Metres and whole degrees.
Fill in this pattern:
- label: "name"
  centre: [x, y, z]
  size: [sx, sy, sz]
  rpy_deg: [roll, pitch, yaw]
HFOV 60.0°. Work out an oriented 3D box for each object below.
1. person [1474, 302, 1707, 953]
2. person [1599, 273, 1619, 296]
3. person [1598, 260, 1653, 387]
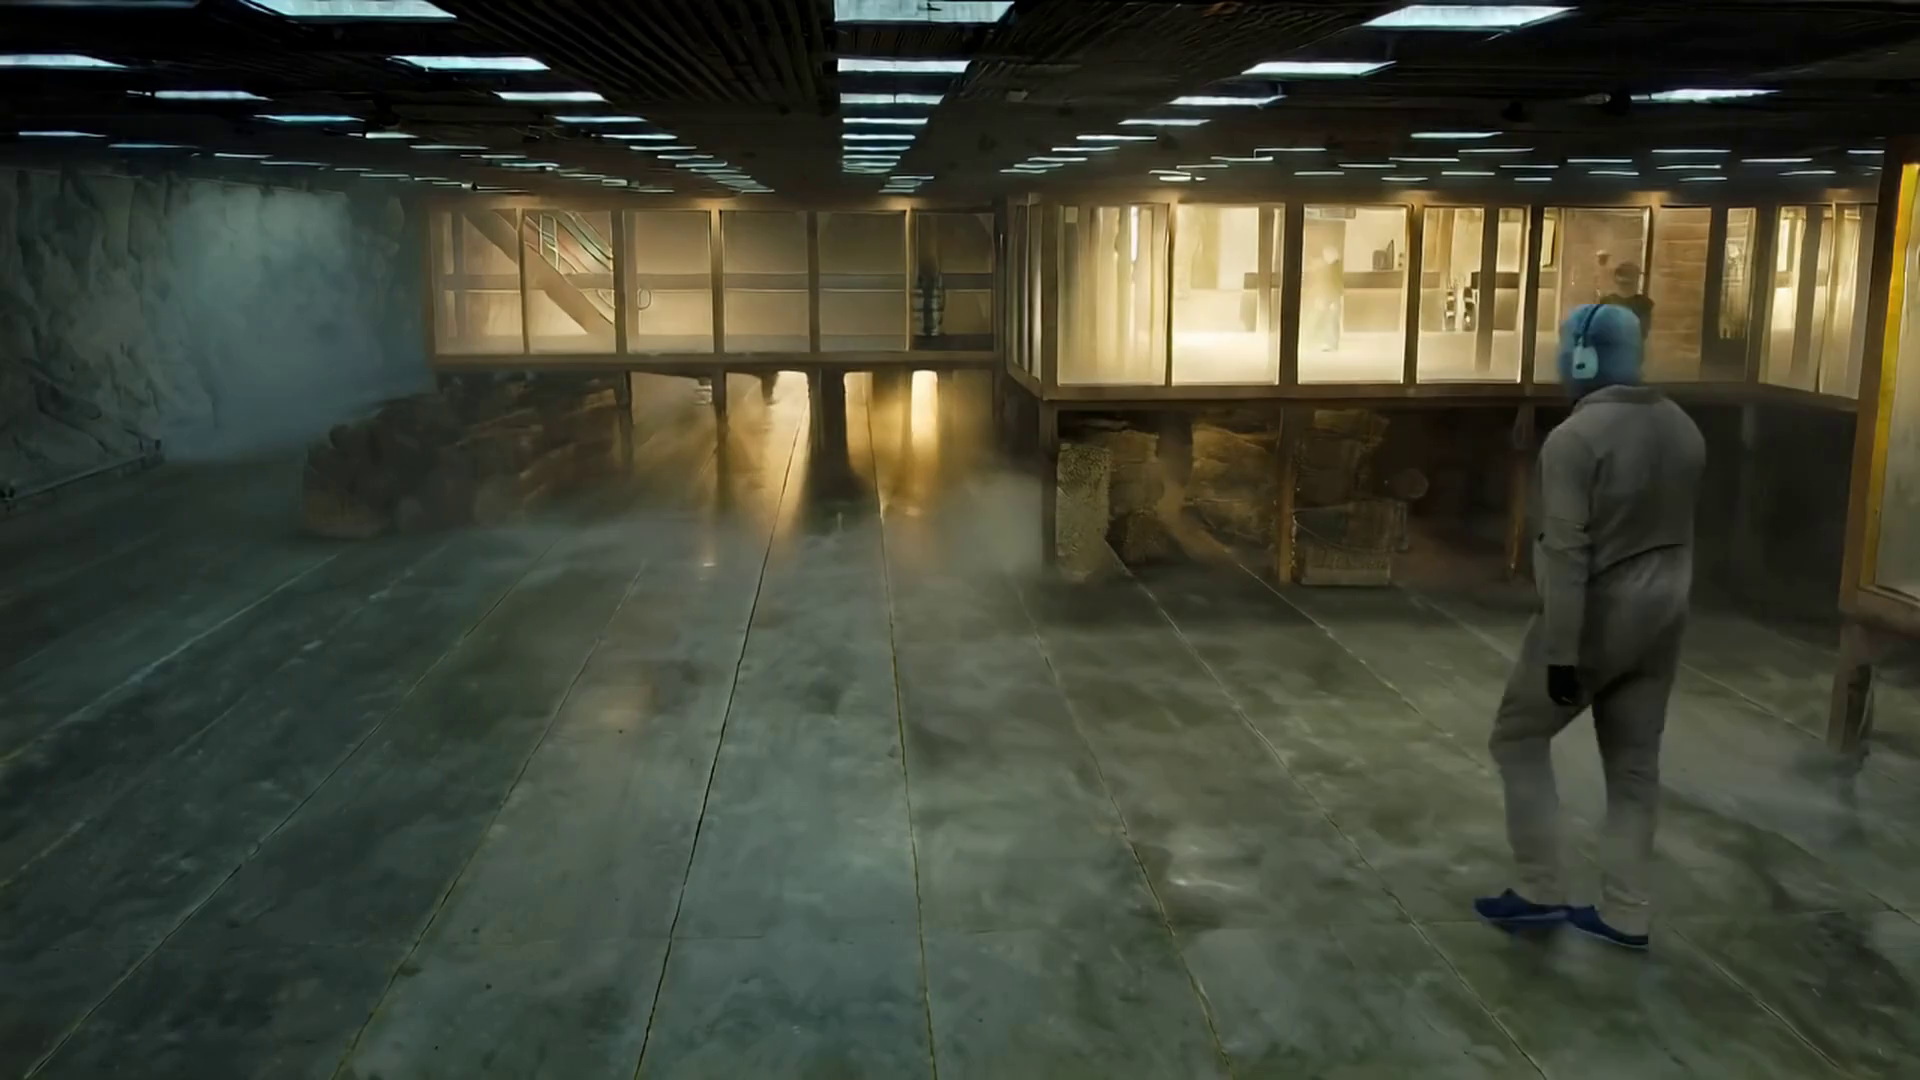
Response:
- label: "person"
  centre: [1.834, 0.253, 4.888]
  size: [0.635, 1.881, 0.614]
  rpy_deg: [-5, 12, -27]
- label: "person"
  centre: [7.079, -2.092, 18.206]
  size: [0.283, 1.633, 0.499]
  rpy_deg: [1, 11, 3]
- label: "person"
  centre: [5.956, -1.592, 14.974]
  size: [0.513, 1.848, 0.703]
  rpy_deg: [9, 14, 40]
